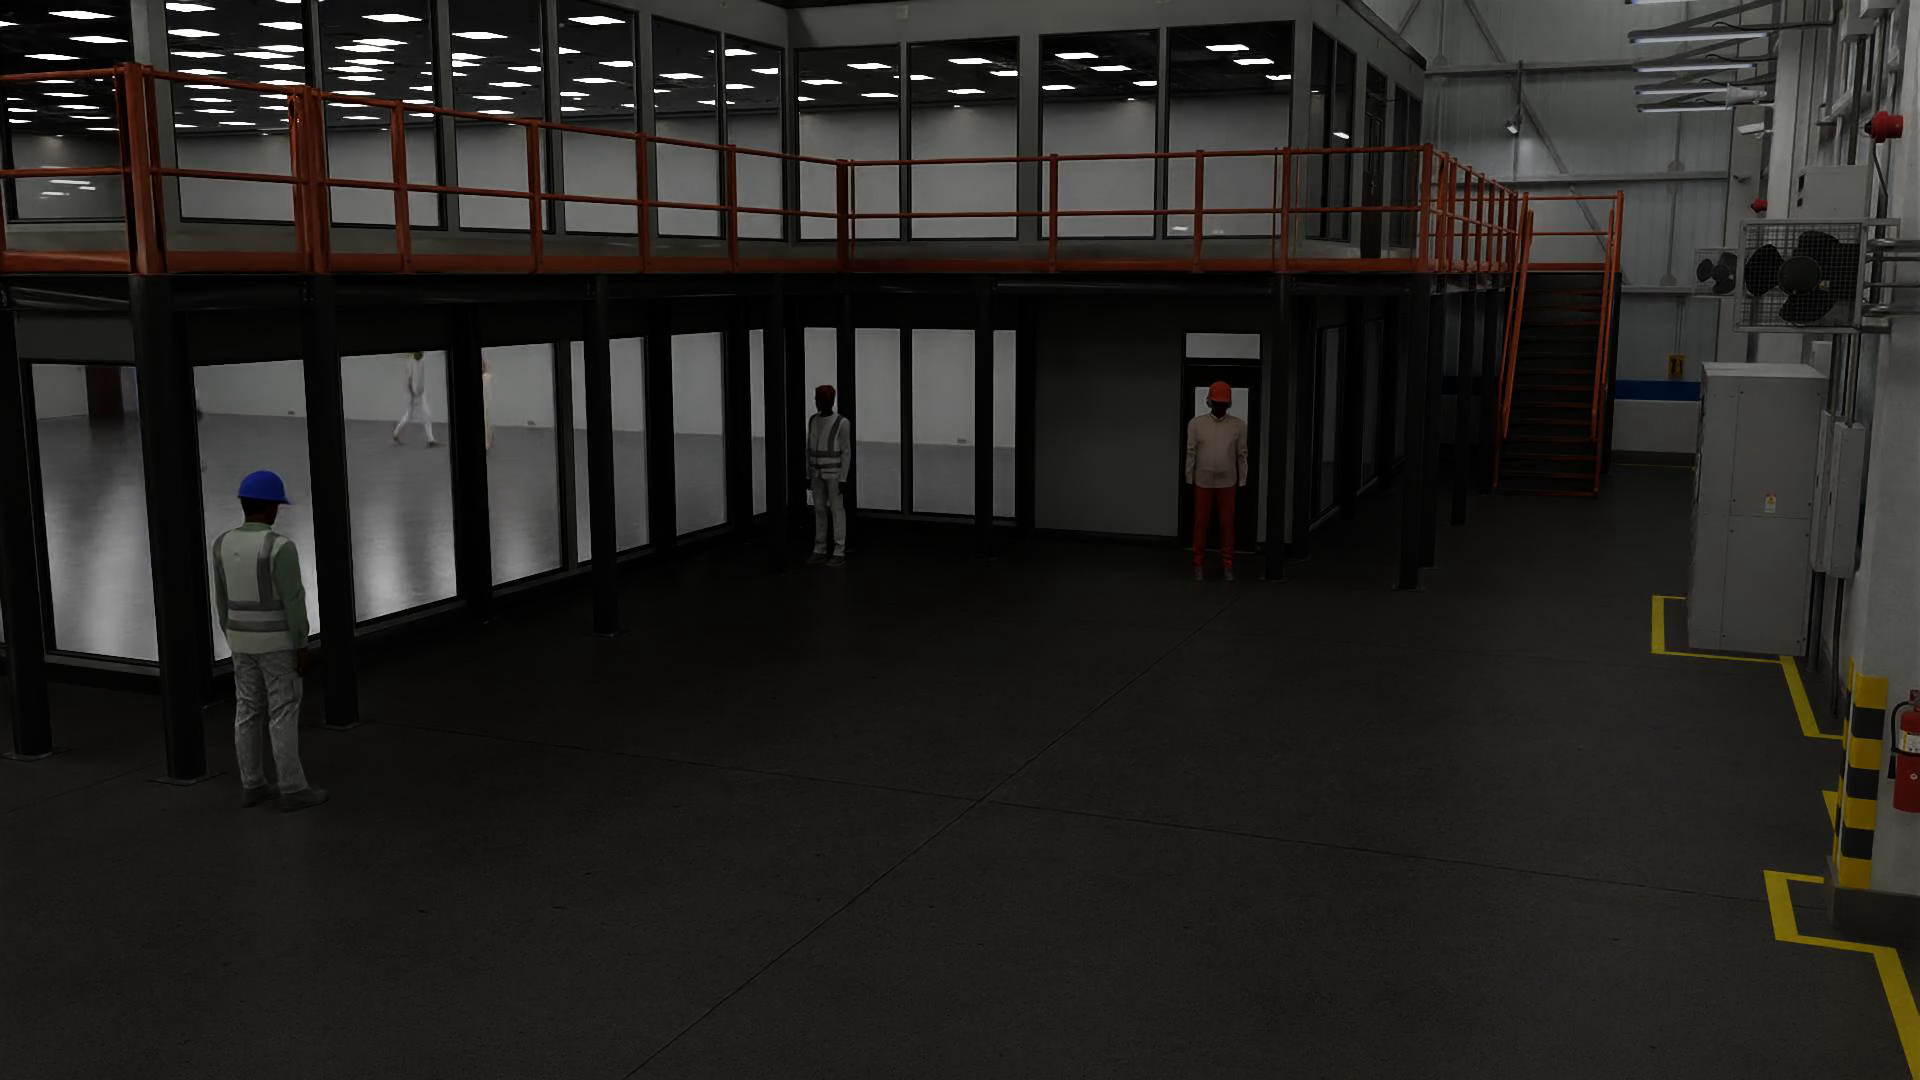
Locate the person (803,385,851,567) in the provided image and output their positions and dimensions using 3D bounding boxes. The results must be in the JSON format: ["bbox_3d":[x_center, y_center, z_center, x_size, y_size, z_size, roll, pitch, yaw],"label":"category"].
[{"bbox_3d":[-1.385,-0.663,17.227,0.576,1.883,0.354,7,12,37],"label":"person"}]

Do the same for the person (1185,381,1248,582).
[{"bbox_3d":[2.519,-0.569,16.340,0.612,1.986,0.406,1,9,5],"label":"person"}]

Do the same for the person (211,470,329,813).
[{"bbox_3d":[-3.917,0.576,9.410,0.601,1.941,0.395,4,10,22],"label":"person"}]
